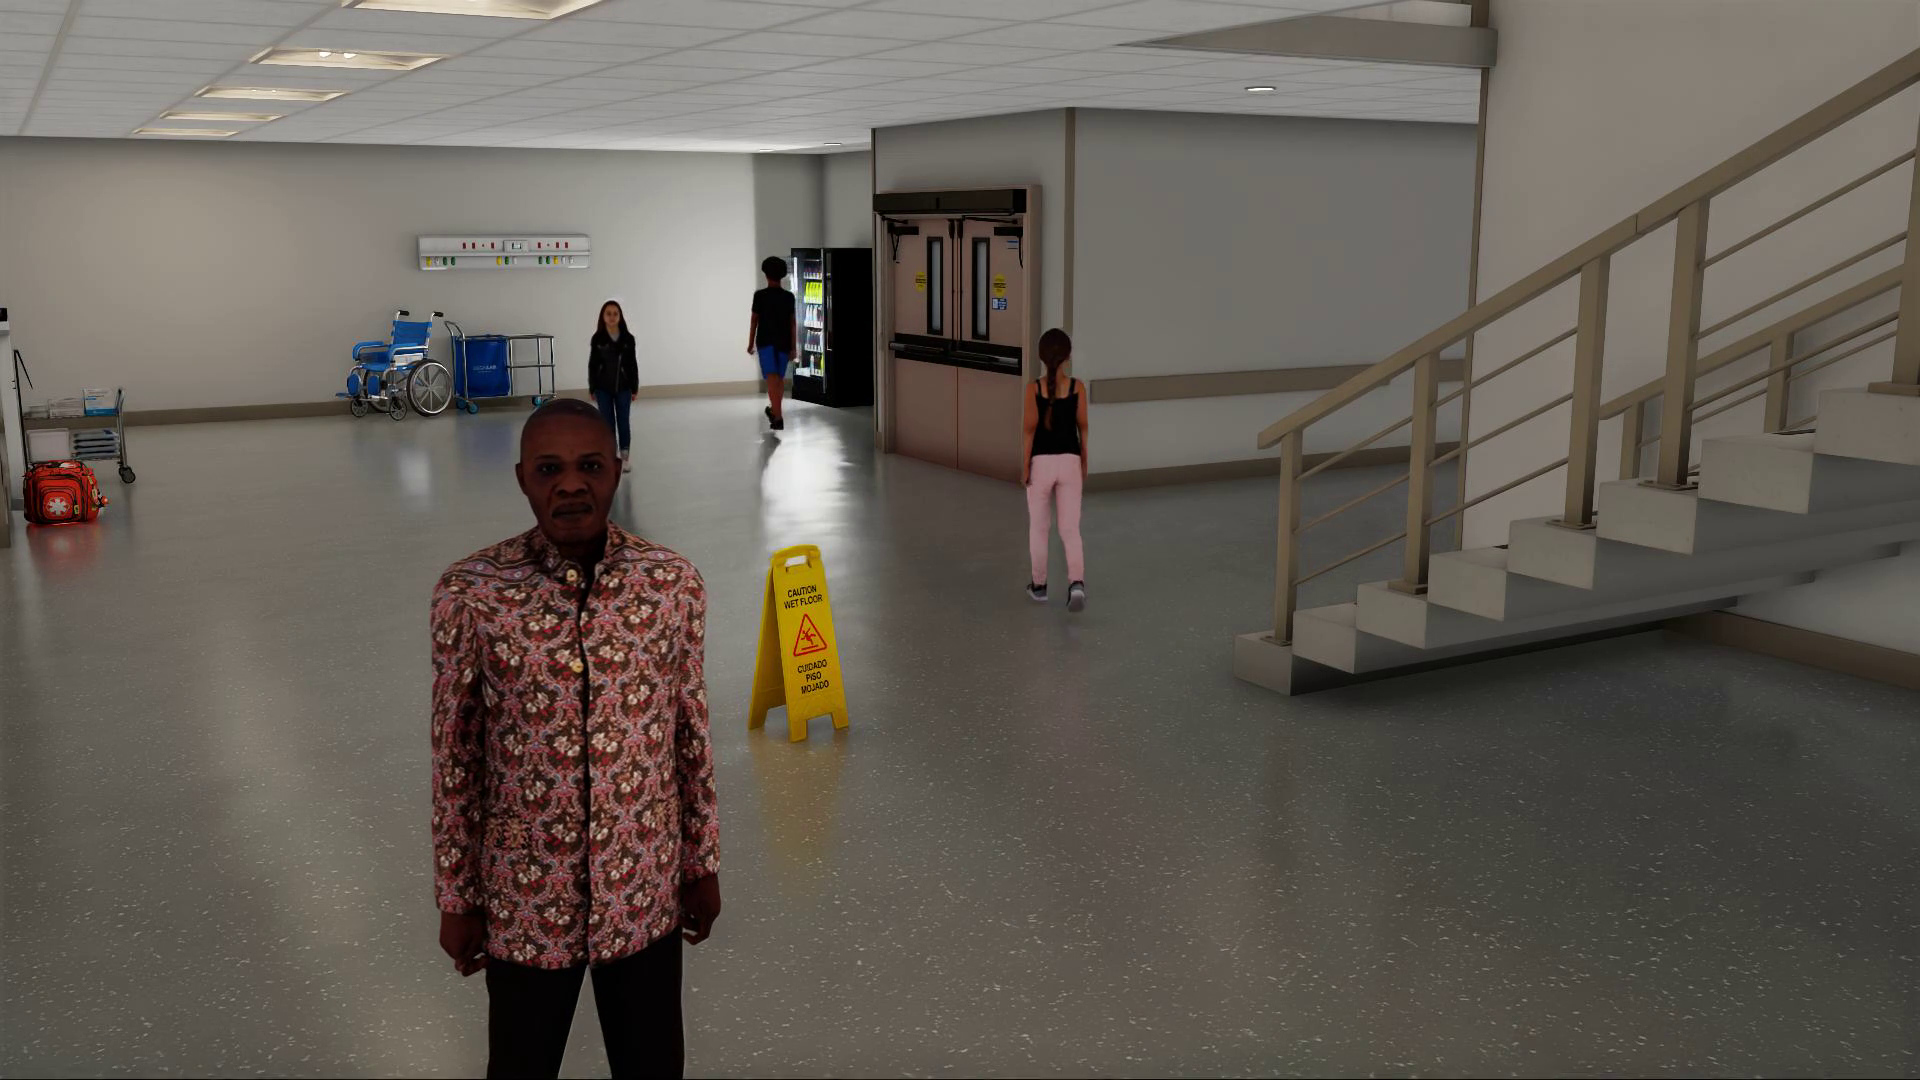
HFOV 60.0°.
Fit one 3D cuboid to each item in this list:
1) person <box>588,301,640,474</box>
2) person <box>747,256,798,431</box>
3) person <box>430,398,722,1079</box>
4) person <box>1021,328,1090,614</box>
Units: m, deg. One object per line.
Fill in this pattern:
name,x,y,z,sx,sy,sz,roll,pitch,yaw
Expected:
person,-2.972,-1.307,14.260,0.742,1.465,0.865,-1,11,-4
person,-1.873,-1.949,16.886,0.760,1.747,1.201,-4,11,-20
person,-0.708,0.633,3.115,0.703,1.808,0.623,-4,12,-22
person,0.538,-0.357,9.051,0.795,1.539,1.047,-1,11,-4
